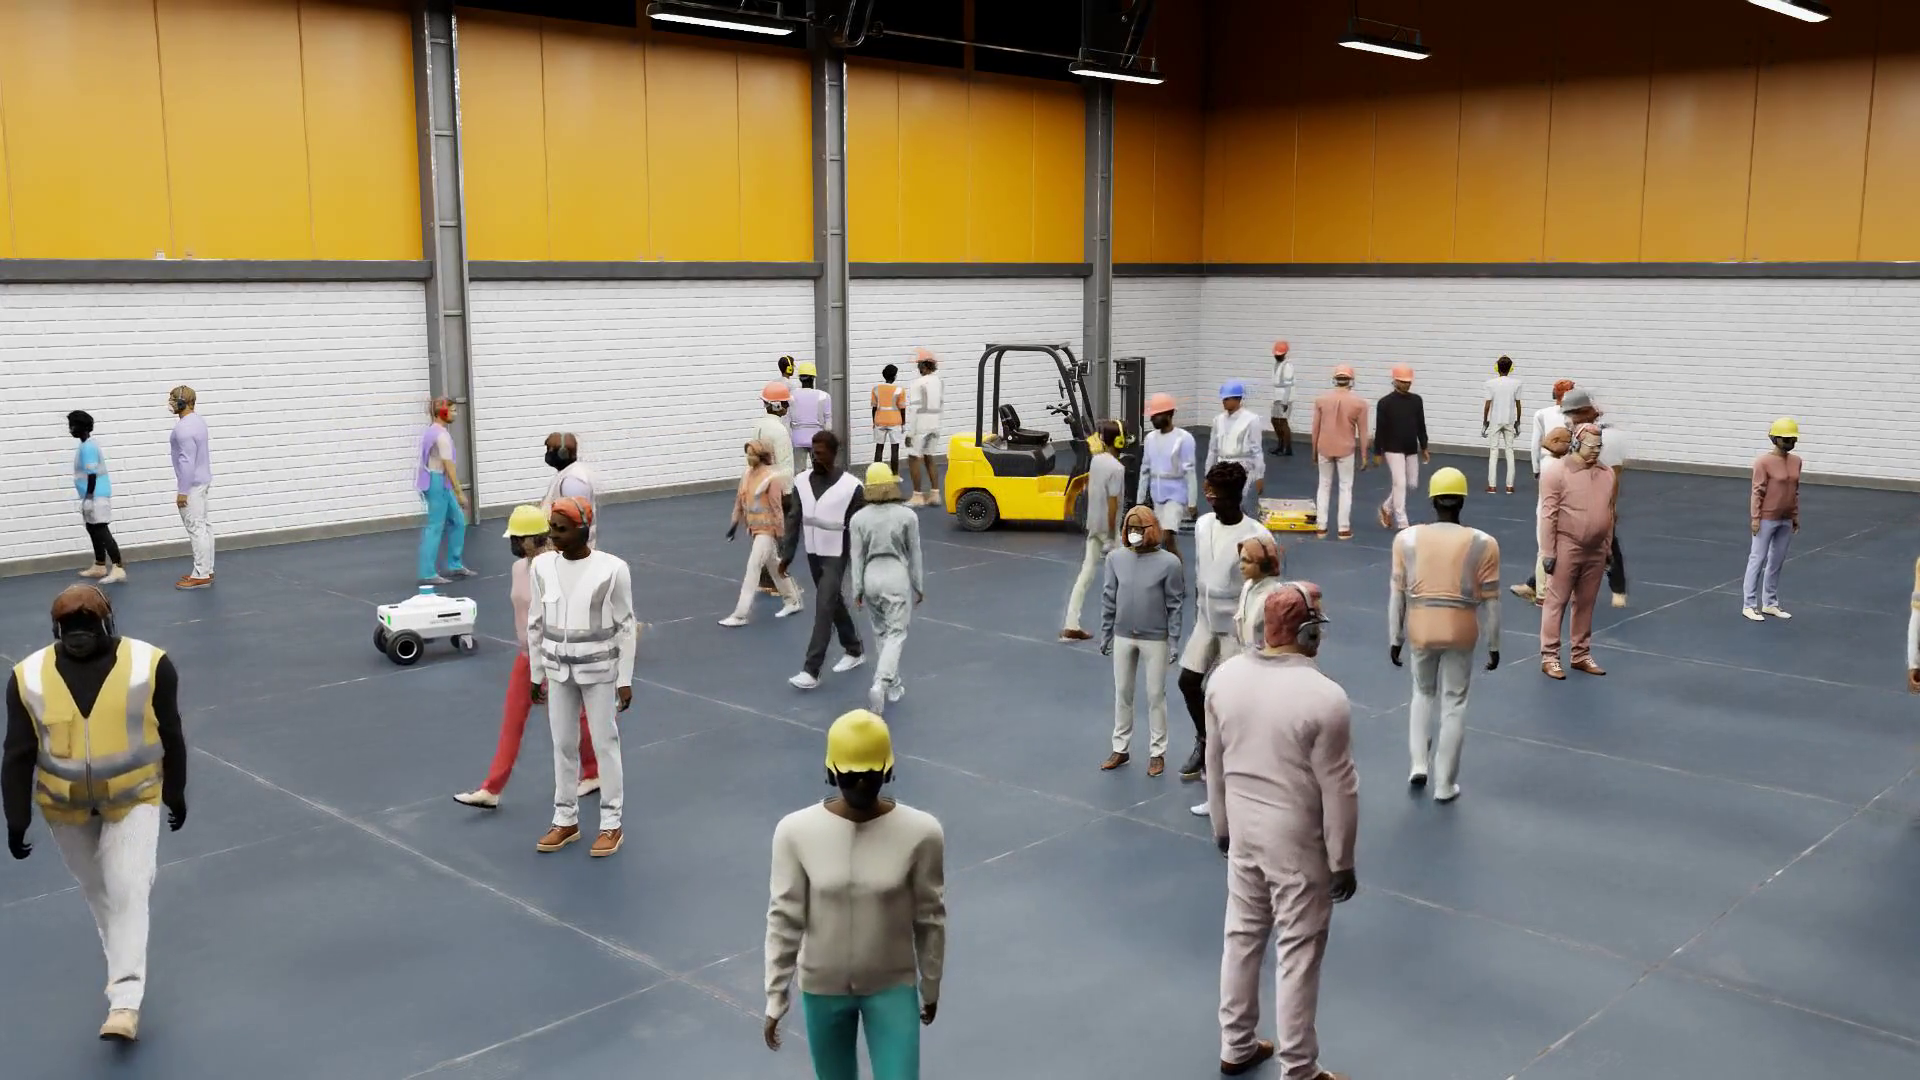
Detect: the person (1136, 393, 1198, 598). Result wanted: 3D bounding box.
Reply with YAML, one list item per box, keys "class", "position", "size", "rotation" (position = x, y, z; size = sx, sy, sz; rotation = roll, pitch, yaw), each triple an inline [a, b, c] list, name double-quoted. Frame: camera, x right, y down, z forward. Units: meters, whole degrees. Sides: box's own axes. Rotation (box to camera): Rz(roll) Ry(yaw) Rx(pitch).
- class: "person"
  position: [1.827, -0.370, 15.079]
  size: [0.642, 1.910, 0.580]
  rotation: [-8, 12, -42]

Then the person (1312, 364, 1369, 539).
- class: "person"
  position: [4.298, -0.994, 18.748]
  size: [0.646, 1.968, 0.463]
  rotation: [4, 10, 25]

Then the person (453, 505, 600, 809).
- class: "person"
  position: [-2.397, 0.663, 9.319]
  size: [0.547, 1.712, 0.895]
  rotation: [9, 13, 43]

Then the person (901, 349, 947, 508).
- class: "person"
  position: [-0.449, -1.402, 21.169]
  size: [0.395, 2.004, 0.742]
  rotation: [8, 12, 41]

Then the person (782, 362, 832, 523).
- class: "person"
  position: [-1.827, -1.160, 19.910]
  size: [0.589, 1.918, 0.392]
  rotation: [-1, 9, -5]

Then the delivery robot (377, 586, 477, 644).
- class: "delivery robot"
  position: [-4.161, 0.600, 13.004]
  size: [0.707, 0.478, 0.477]
  rotation: [-6, 11, -32]

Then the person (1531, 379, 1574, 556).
- class: "person"
  position: [6.288, -0.743, 17.468]
  size: [0.574, 1.882, 0.358]
  rotation: [8, 12, 40]

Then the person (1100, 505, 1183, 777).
- class: "person"
  position: [1.083, 0.600, 9.992]
  size: [0.508, 1.632, 0.270]
  rotation: [5, 10, 27]

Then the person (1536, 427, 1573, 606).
- class: "person"
  position: [5.357, -0.208, 14.970]
  size: [0.308, 1.626, 0.500]
  rotation: [6, 11, 31]

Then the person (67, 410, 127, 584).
- class: "person"
  position: [-8.409, -0.424, 16.167]
  size: [0.369, 1.684, 0.569]
  rotation: [-5, 11, -29]

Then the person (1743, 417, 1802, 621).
- class: "person"
  position: [7.055, -0.179, 14.363]
  size: [0.533, 1.767, 0.327]
  rotation: [-4, 10, -22]

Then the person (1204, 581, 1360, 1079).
- class: "person"
  position: [1.207, 1.093, 6.133]
  size: [0.403, 1.906, 0.650]
  rotation: [-7, 12, -38]

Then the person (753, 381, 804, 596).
- class: "person"
  position: [-1.712, -0.477, 15.486]
  size: [0.381, 1.994, 0.622]
  rotation: [-5, 11, -30]

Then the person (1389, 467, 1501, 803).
- class: "person"
  position: [2.778, 0.537, 9.522]
  size: [0.607, 1.906, 0.483]
  rotation: [5, 10, 27]

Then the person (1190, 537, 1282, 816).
- class: "person"
  position: [1.759, 0.755, 9.192]
  size: [0.865, 1.587, 0.530]
  rotation: [-3, 10, -16]

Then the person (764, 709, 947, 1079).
- class: "person"
  position: [-0.311, 1.370, 4.926]
  size: [0.535, 1.750, 0.606]
  rotation: [0, 9, 1]

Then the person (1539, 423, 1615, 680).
- class: "person"
  position: [4.609, 0.078, 12.372]
  size: [0.639, 1.903, 0.409]
  rotation: [-3, 10, -19]

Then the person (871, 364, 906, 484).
- class: "person"
  position: [-1.009, -1.637, 23.554]
  size: [0.535, 1.690, 0.320]
  rotation: [3, 10, 17]

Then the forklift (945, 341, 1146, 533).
- class: "forklift"
  position: [0.977, -1.223, 19.452]
  size: [2.313, 2.155, 1.214]
  rotation: [2, 9, 11]

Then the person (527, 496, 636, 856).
- class: "person"
  position: [-1.963, 0.701, 8.610]
  size: [0.584, 1.881, 0.337]
  rotation: [2, 10, 15]

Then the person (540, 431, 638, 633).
- class: "person"
  position: [-2.920, 0.064, 12.723]
  size: [0.730, 1.814, 0.622]
  rotation: [-4, 10, -22]

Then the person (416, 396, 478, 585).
- class: "person"
  position: [-4.911, -0.469, 15.983]
  size: [0.710, 1.819, 0.578]
  rotation: [-4, 10, -21]

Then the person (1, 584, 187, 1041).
- class: "person"
  position: [-3.453, 1.070, 6.625]
  size: [0.647, 1.788, 0.961]
  rotation: [-3, 10, -16]

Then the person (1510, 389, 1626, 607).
- class: "person"
  position: [5.583, -0.404, 14.900]
  size: [1.042, 2.000, 0.737]
  rotation: [-4, 10, -26]

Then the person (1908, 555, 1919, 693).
- class: "person"
  position: [5.479, 0.630, 8.971]
  size: [0.850, 1.903, 0.565]
  rotation: [-8, 12, -42]

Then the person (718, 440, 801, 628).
- class: "person"
  position: [-1.711, -0.073, 14.260]
  size: [0.882, 1.587, 0.522]
  rotation: [-7, 11, -35]

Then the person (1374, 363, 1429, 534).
- class: "person"
  position: [5.022, -1.032, 18.972]
  size: [0.633, 1.969, 0.795]
  rotation: [-4, 10, -23]

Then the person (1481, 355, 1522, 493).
- class: "person"
  position: [7.331, -1.560, 22.509]
  size: [0.518, 1.874, 0.330]
  rotation: [2, 9, 10]

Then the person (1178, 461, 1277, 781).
- class: "person"
  position: [1.527, 0.496, 9.679]
  size: [0.557, 1.937, 0.636]
  rotation: [-7, 12, -37]

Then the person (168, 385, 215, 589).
- class: "person"
  position: [-7.326, -0.505, 15.837]
  size: [0.372, 1.940, 0.631]
  rotation: [-2, 10, -13]

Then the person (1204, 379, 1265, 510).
- class: "person"
  position: [2.700, -0.645, 16.707]
  size: [0.653, 1.924, 0.655]
  rotation: [-7, 11, -36]

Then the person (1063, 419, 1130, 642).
- class: "person"
  position: [1.261, -0.078, 13.604]
  size: [0.992, 1.816, 0.511]
  rotation: [-5, 11, -28]

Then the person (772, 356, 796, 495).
- class: "person"
  position: [-2.329, -1.543, 22.400]
  size: [0.521, 1.874, 0.327]
  rotation: [9, 13, 44]

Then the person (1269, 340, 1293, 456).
- class: "person"
  position: [5.209, -2.293, 26.933]
  size: [0.525, 1.890, 0.569]
  rotation: [-3, 10, -19]

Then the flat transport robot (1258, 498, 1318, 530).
- class: "flat transport robot"
  position: [3.904, -0.314, 19.763]
  size: [0.652, 0.197, 1.431]
  rotation: [1, 9, 7]

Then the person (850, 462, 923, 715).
- class: "person"
  position: [-0.525, 0.324, 11.435]
  size: [0.503, 1.707, 0.784]
  rotation: [2, 10, 13]

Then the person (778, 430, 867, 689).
- class: "person"
  position: [-0.994, 0.122, 12.232]
  size: [0.594, 1.863, 1.024]
  rotation: [6, 11, 35]
